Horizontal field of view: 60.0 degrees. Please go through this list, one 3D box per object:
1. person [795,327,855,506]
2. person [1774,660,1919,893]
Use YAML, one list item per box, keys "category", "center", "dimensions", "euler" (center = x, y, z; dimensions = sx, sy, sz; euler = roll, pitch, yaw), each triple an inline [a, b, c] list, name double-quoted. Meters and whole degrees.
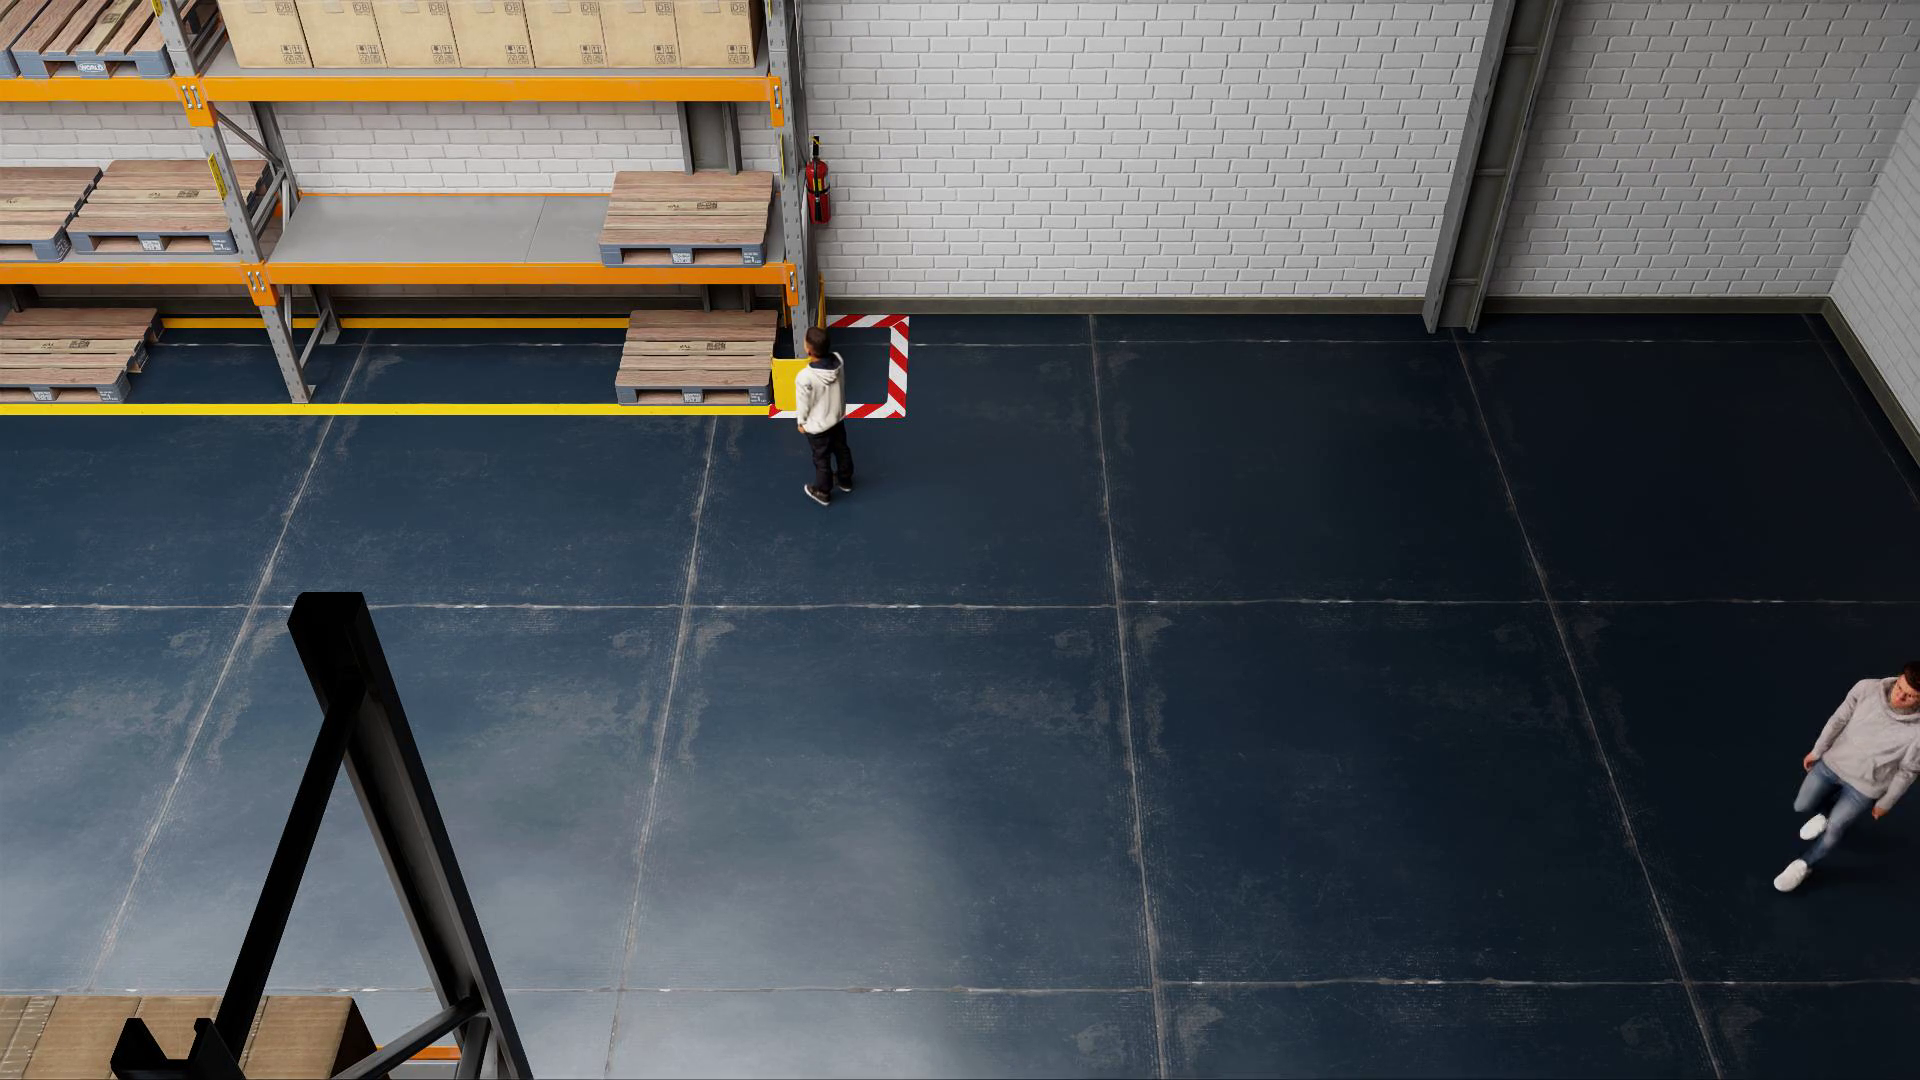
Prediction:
- category: "person"
  center: [-0.958, -0.886, 11.877]
  dimensions: [0.694, 1.451, 0.635]
  euler: [34, 53, 30]
- category: "person"
  center: [5.087, 1.269, 9.330]
  dimensions: [1.032, 1.844, 0.935]
  euler: [-23, 48, -23]
